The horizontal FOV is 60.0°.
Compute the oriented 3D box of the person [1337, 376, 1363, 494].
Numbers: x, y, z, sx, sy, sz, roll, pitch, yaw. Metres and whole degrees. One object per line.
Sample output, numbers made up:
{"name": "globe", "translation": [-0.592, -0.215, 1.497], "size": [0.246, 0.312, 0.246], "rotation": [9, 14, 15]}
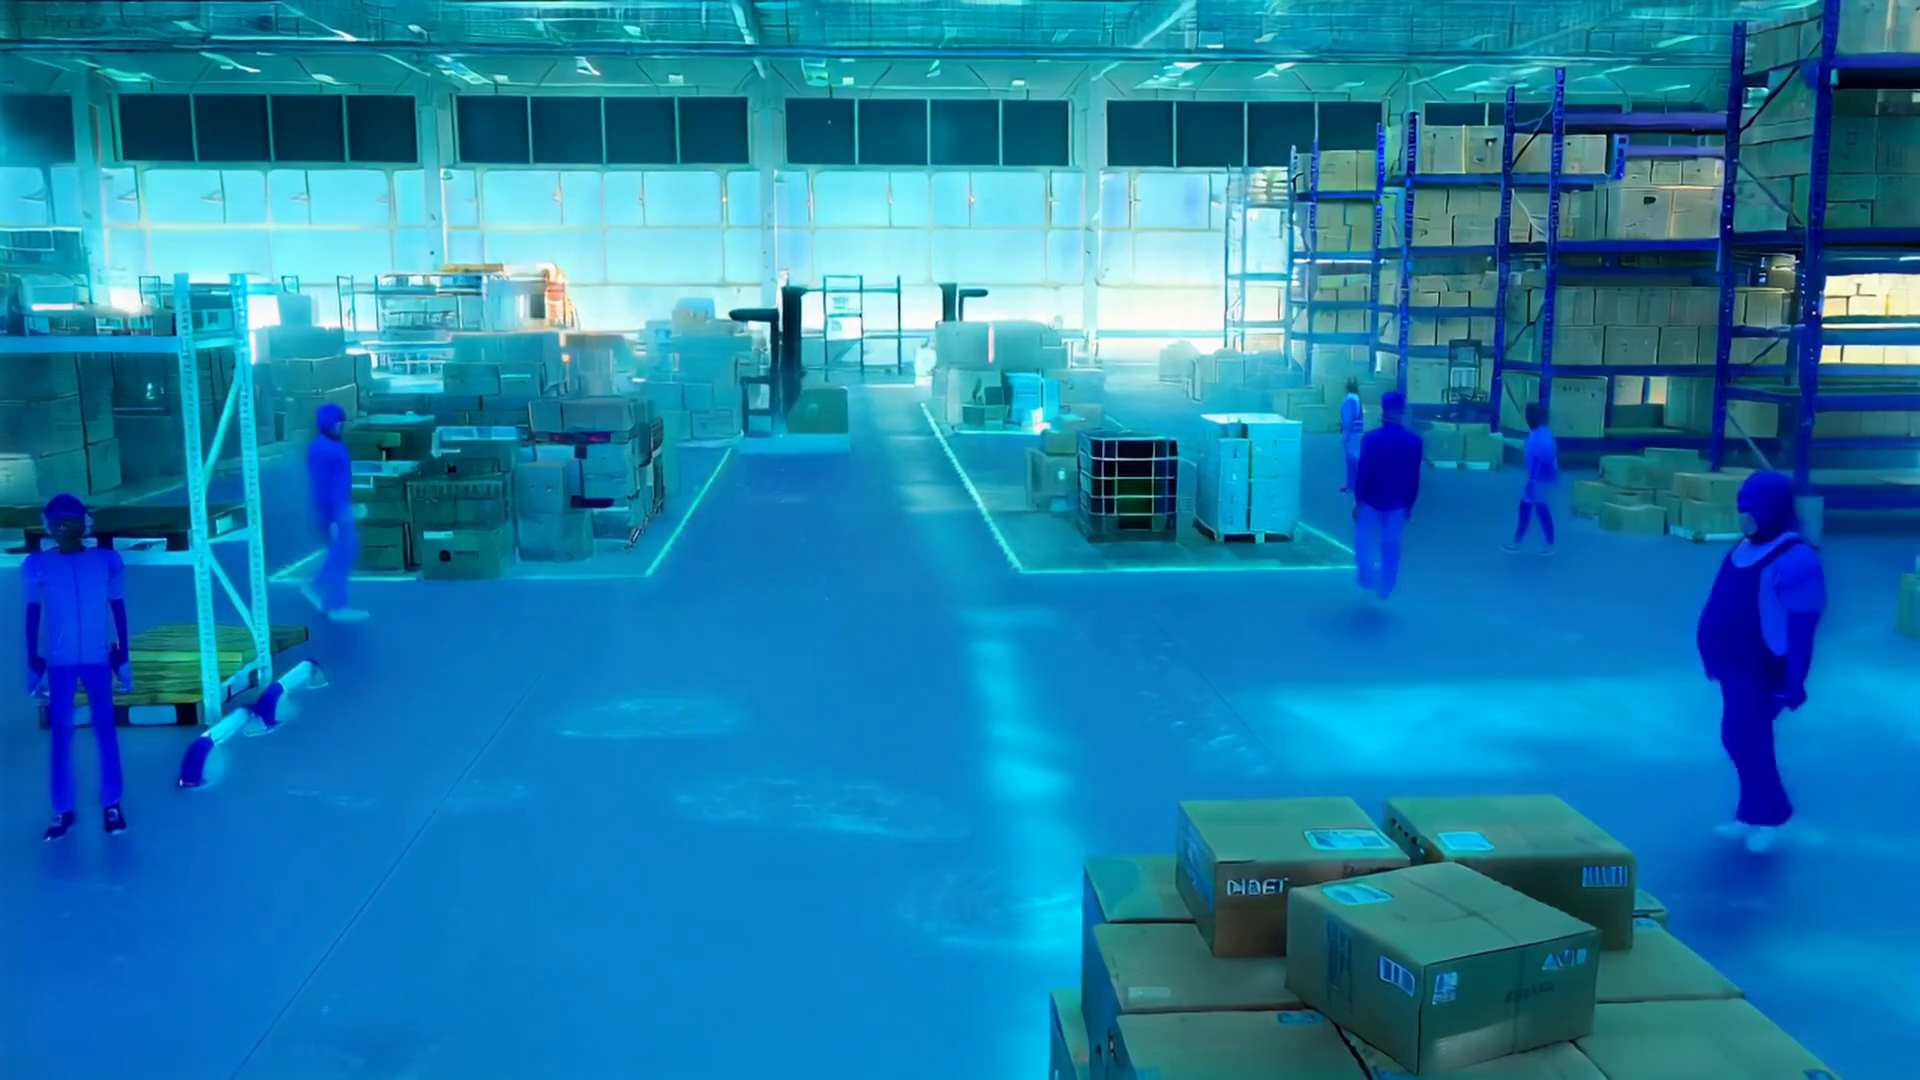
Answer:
{"name": "person", "translation": [5.429, -1.454, 23.046], "size": [0.309, 1.641, 0.514], "rotation": [4, 10, 24]}

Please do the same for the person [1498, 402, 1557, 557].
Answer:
{"name": "person", "translation": [6.157, -0.653, 17.933], "size": [0.671, 1.657, 0.590], "rotation": [5, 11, 30]}

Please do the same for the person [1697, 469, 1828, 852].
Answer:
{"name": "person", "translation": [4.159, 0.623, 8.745], "size": [0.543, 2.000, 0.679], "rotation": [0, 9, 1]}

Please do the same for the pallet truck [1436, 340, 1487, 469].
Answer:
{"name": "pallet truck", "translation": [8.004, -2.170, 26.422], "size": [0.823, 1.965, 1.885], "rotation": [2, 9, 14]}

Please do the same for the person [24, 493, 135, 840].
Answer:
{"name": "person", "translation": [-4.751, 0.671, 8.979], "size": [0.520, 1.874, 0.332], "rotation": [-3, 10, -19]}

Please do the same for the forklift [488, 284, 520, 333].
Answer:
{"name": "forklift", "translation": [-10.069, -4.272, 36.855], "size": [1.873, 2.768, 1.129], "rotation": [-7, 11, -37]}

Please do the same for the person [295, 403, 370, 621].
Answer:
{"name": "person", "translation": [-5.493, -0.229, 14.466], "size": [0.530, 1.923, 0.632], "rotation": [-1, 9, -8]}

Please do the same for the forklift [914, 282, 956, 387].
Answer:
{"name": "forklift", "translation": [-0.302, -5.566, 44.979], "size": [1.873, 2.768, 1.129], "rotation": [-1, 9, -4]}

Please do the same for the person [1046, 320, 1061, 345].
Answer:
{"name": "person", "translation": [2.279, -4.647, 42.346], "size": [0.540, 1.898, 0.996], "rotation": [4, 10, 26]}

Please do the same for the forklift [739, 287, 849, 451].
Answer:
{"name": "forklift", "translation": [-2.857, -2.959, 28.607], "size": [1.873, 2.768, 1.129], "rotation": [-1, 9, -4]}

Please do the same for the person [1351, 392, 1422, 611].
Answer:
{"name": "person", "translation": [3.847, -0.353, 15.100], "size": [0.631, 1.962, 0.568], "rotation": [-1, 9, -7]}
